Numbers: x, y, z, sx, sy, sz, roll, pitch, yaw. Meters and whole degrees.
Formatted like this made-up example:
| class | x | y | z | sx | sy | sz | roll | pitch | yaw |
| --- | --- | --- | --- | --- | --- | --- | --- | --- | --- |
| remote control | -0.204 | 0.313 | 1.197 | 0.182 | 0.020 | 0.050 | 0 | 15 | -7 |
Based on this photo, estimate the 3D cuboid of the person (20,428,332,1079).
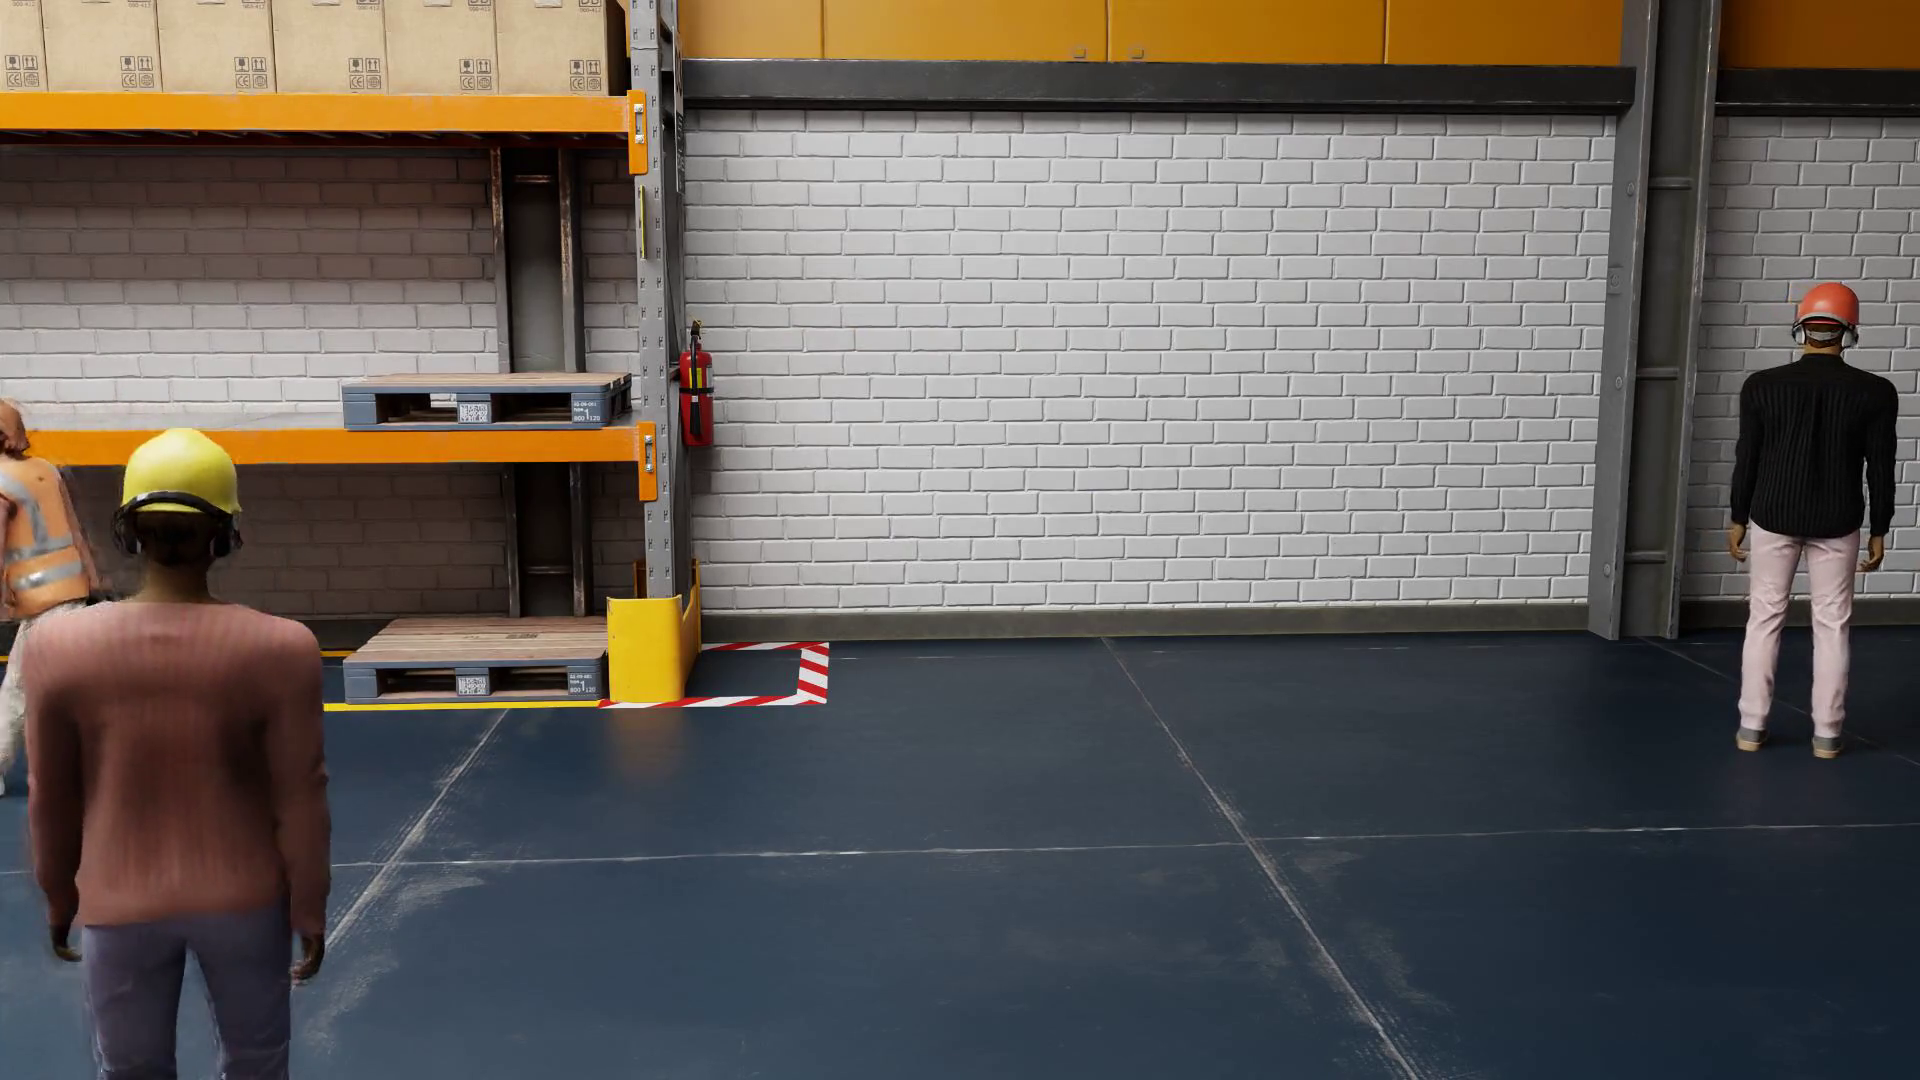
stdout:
| class | x | y | z | sx | sy | sz | roll | pitch | yaw |
| --- | --- | --- | --- | --- | --- | --- | --- | --- | --- |
| person | -1.426 | 0.670 | 3.049 | 0.532 | 1.745 | 0.632 | -2 | 9 | -15 |

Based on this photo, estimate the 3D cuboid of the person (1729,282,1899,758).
| class | x | y | z | sx | sy | sz | roll | pitch | yaw |
| --- | --- | --- | --- | --- | --- | --- | --- | --- | --- |
| person | 3.569 | -0.074 | 6.988 | 0.618 | 1.991 | 0.400 | 5 | 10 | 28 |

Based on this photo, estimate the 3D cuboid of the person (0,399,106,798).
| class | x | y | z | sx | sy | sz | roll | pitch | yaw |
| --- | --- | --- | --- | --- | --- | --- | --- | --- | --- |
| person | -3.458 | 0.239 | 6.335 | 0.928 | 1.568 | 0.521 | -1 | 9 | -9 |
